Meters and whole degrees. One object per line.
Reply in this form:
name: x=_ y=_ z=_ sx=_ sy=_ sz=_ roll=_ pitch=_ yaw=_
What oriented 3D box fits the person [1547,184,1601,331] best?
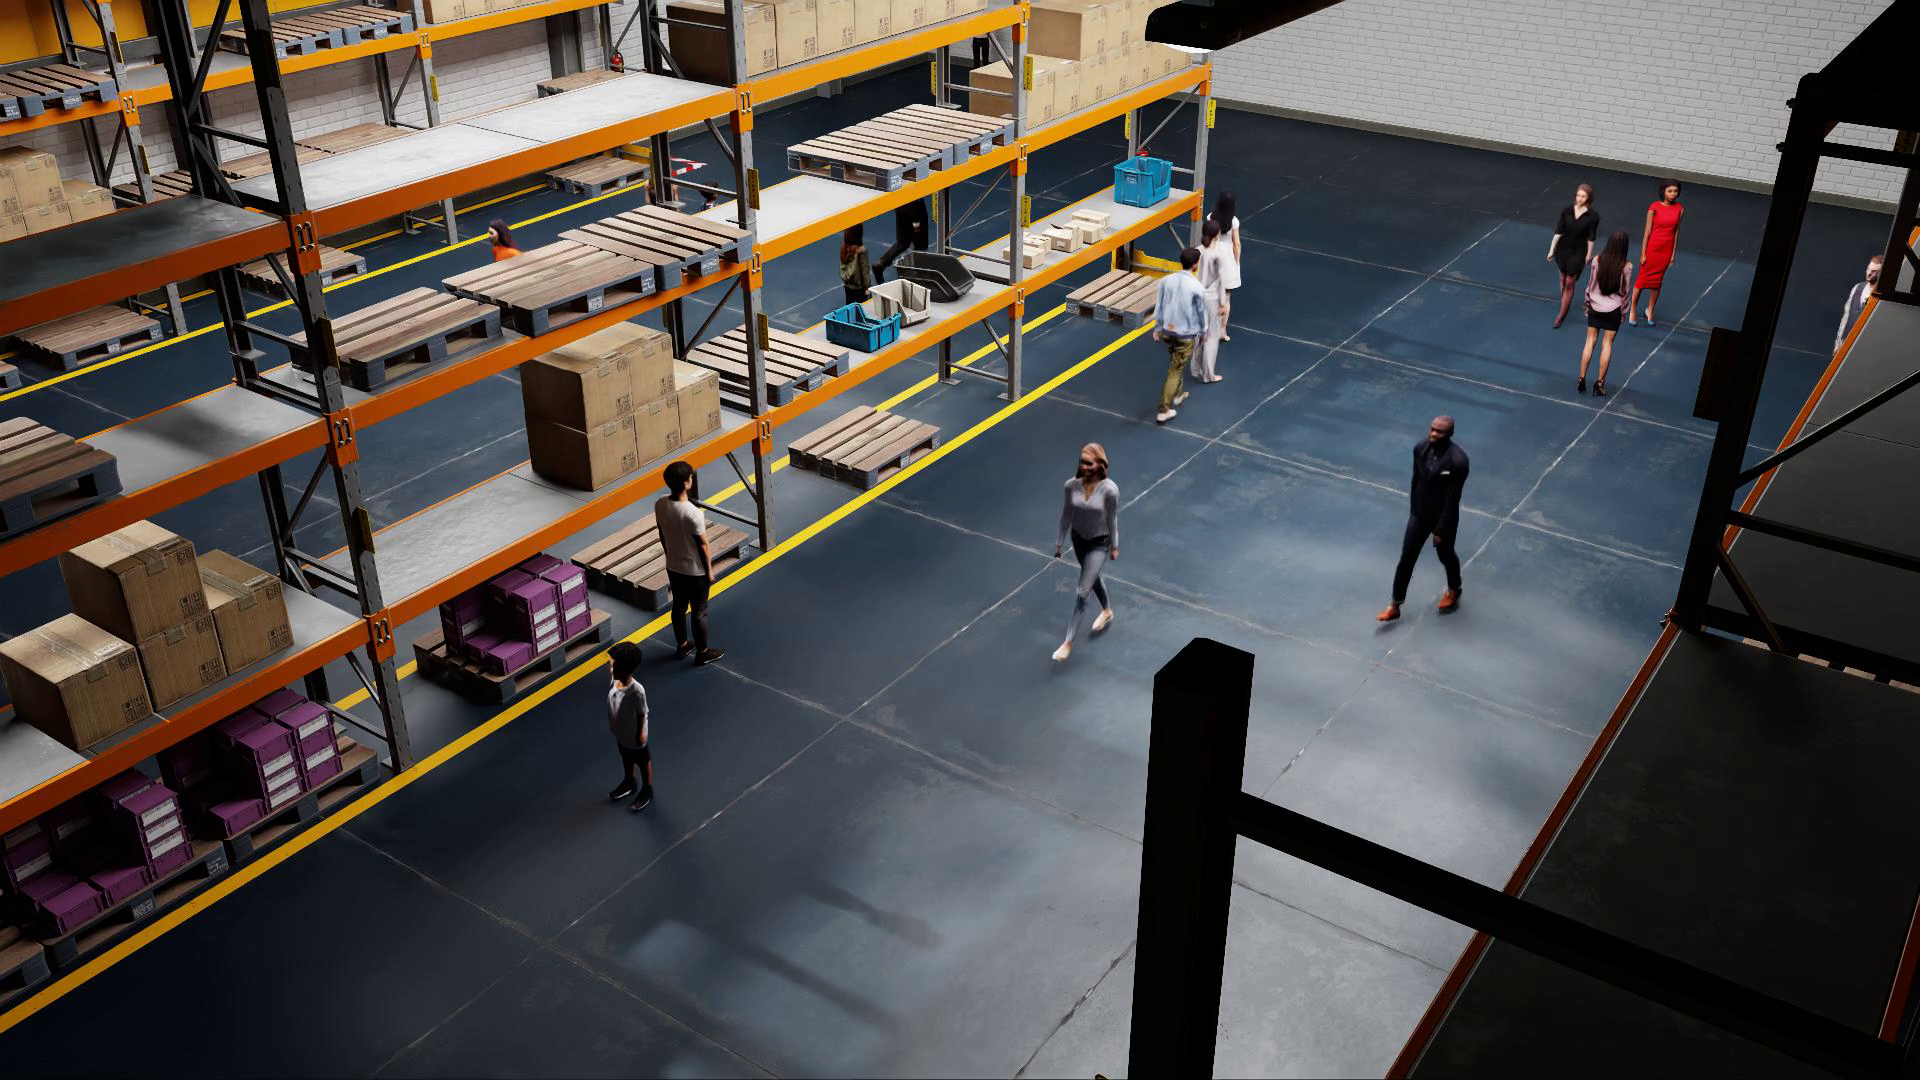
person: x=7.147 y=-3.337 z=19.361 sx=0.655 sy=1.676 sz=0.948 roll=23 pitch=36 yaw=36

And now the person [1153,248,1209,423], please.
person: x=2.176 y=-2.048 z=16.887 sx=0.775 sy=1.781 sz=0.970 roll=24 pitch=37 yaw=37

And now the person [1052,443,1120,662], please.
person: x=1.057 y=0.037 z=13.108 sx=0.652 sy=1.739 sz=1.184 roll=17 pitch=33 yaw=28

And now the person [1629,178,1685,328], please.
person: x=8.078 y=-3.333 z=19.283 sx=0.640 sy=1.744 sz=0.675 roll=-1 pitch=29 yaw=-2

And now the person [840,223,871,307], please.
person: x=-1.182 y=-2.887 z=18.745 sx=0.562 sy=1.474 sz=0.618 roll=-23 pitch=36 yaw=-36

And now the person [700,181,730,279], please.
person: x=-3.083 y=-3.879 z=20.799 sx=0.501 sy=1.251 sz=0.495 roll=17 pitch=33 yaw=28

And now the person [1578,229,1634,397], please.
person: x=6.777 y=-2.384 z=17.471 sx=0.624 sy=1.812 sz=0.537 roll=21 pitch=35 yaw=33

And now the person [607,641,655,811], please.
person: x=-2.261 y=1.246 z=11.390 sx=0.483 sy=1.262 sz=0.499 roll=20 pitch=34 yaw=32

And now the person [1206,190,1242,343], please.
person: x=2.953 y=-3.104 z=18.833 sx=0.641 sy=1.771 sz=0.621 roll=17 pitch=33 yaw=29

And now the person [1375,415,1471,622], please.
person: x=3.906 y=-0.179 z=13.464 sx=1.263 sy=1.778 sz=0.926 roll=-21 pitch=35 yaw=-33

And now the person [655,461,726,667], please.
person: x=-2.120 y=0.172 z=12.879 sx=0.618 sy=1.722 sz=0.521 roll=18 pitch=33 yaw=29

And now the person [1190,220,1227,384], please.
person: x=2.639 y=-2.561 z=17.838 sx=0.640 sy=1.772 sz=0.653 roll=-17 pitch=33 yaw=-29
